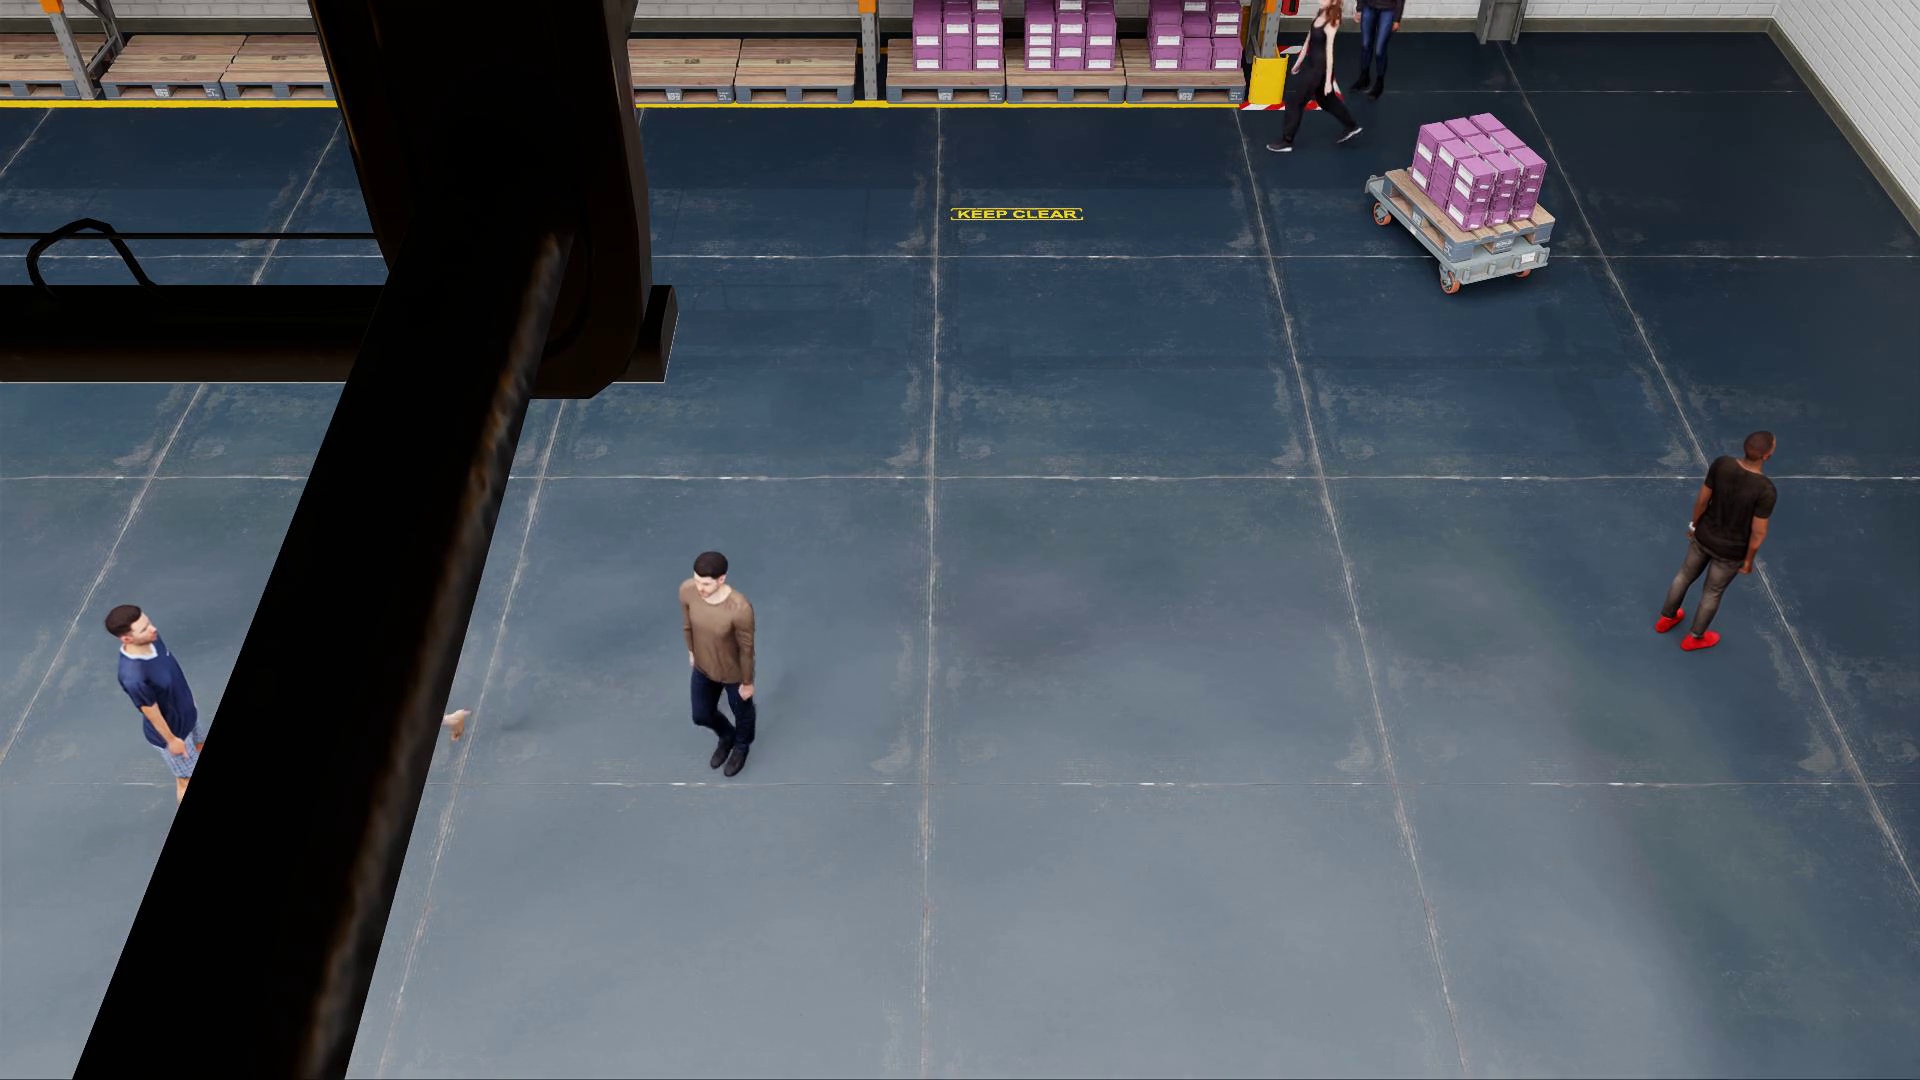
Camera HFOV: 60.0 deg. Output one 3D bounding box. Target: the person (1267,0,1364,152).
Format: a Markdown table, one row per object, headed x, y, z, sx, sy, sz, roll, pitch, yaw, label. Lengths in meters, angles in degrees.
| x | y | z | sx | sy | sz | roll | pitch | yaw | label |
| --- | --- | --- | --- | --- | --- | --- | --- | --- | --- |
| 3.488 | -4.430 | 15.681 | 1.178 | 1.702 | 0.674 | -2 | 44 | -2 | person |

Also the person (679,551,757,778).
| x | y | z | sx | sy | sz | roll | pitch | yaw | label |
| --- | --- | --- | --- | --- | --- | --- | --- | --- | --- |
| -1.409 | 0.700 | 10.171 | 0.662 | 1.876 | 0.801 | 15 | 46 | 15 | person |

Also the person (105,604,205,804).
| x | y | z | sx | sy | sz | roll | pitch | yaw | label |
| --- | --- | --- | --- | --- | --- | --- | --- | --- | --- |
| -4.663 | 1.058 | 9.815 | 0.613 | 1.849 | 0.651 | -7 | 44 | -7 | person |

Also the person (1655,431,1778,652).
| x | y | z | sx | sy | sz | roll | pitch | yaw | label |
| --- | --- | --- | --- | --- | --- | --- | --- | --- | --- |
| 5.009 | -0.003 | 10.961 | 0.728 | 1.805 | 0.719 | -25 | 49 | -24 | person |

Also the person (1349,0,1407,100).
| x | y | z | sx | sy | sz | roll | pitch | yaw | label |
| --- | --- | --- | --- | --- | --- | --- | --- | --- | --- |
| 4.179 | -5.231 | 16.494 | 0.739 | 1.741 | 0.806 | 32 | 52 | 29 | person |
